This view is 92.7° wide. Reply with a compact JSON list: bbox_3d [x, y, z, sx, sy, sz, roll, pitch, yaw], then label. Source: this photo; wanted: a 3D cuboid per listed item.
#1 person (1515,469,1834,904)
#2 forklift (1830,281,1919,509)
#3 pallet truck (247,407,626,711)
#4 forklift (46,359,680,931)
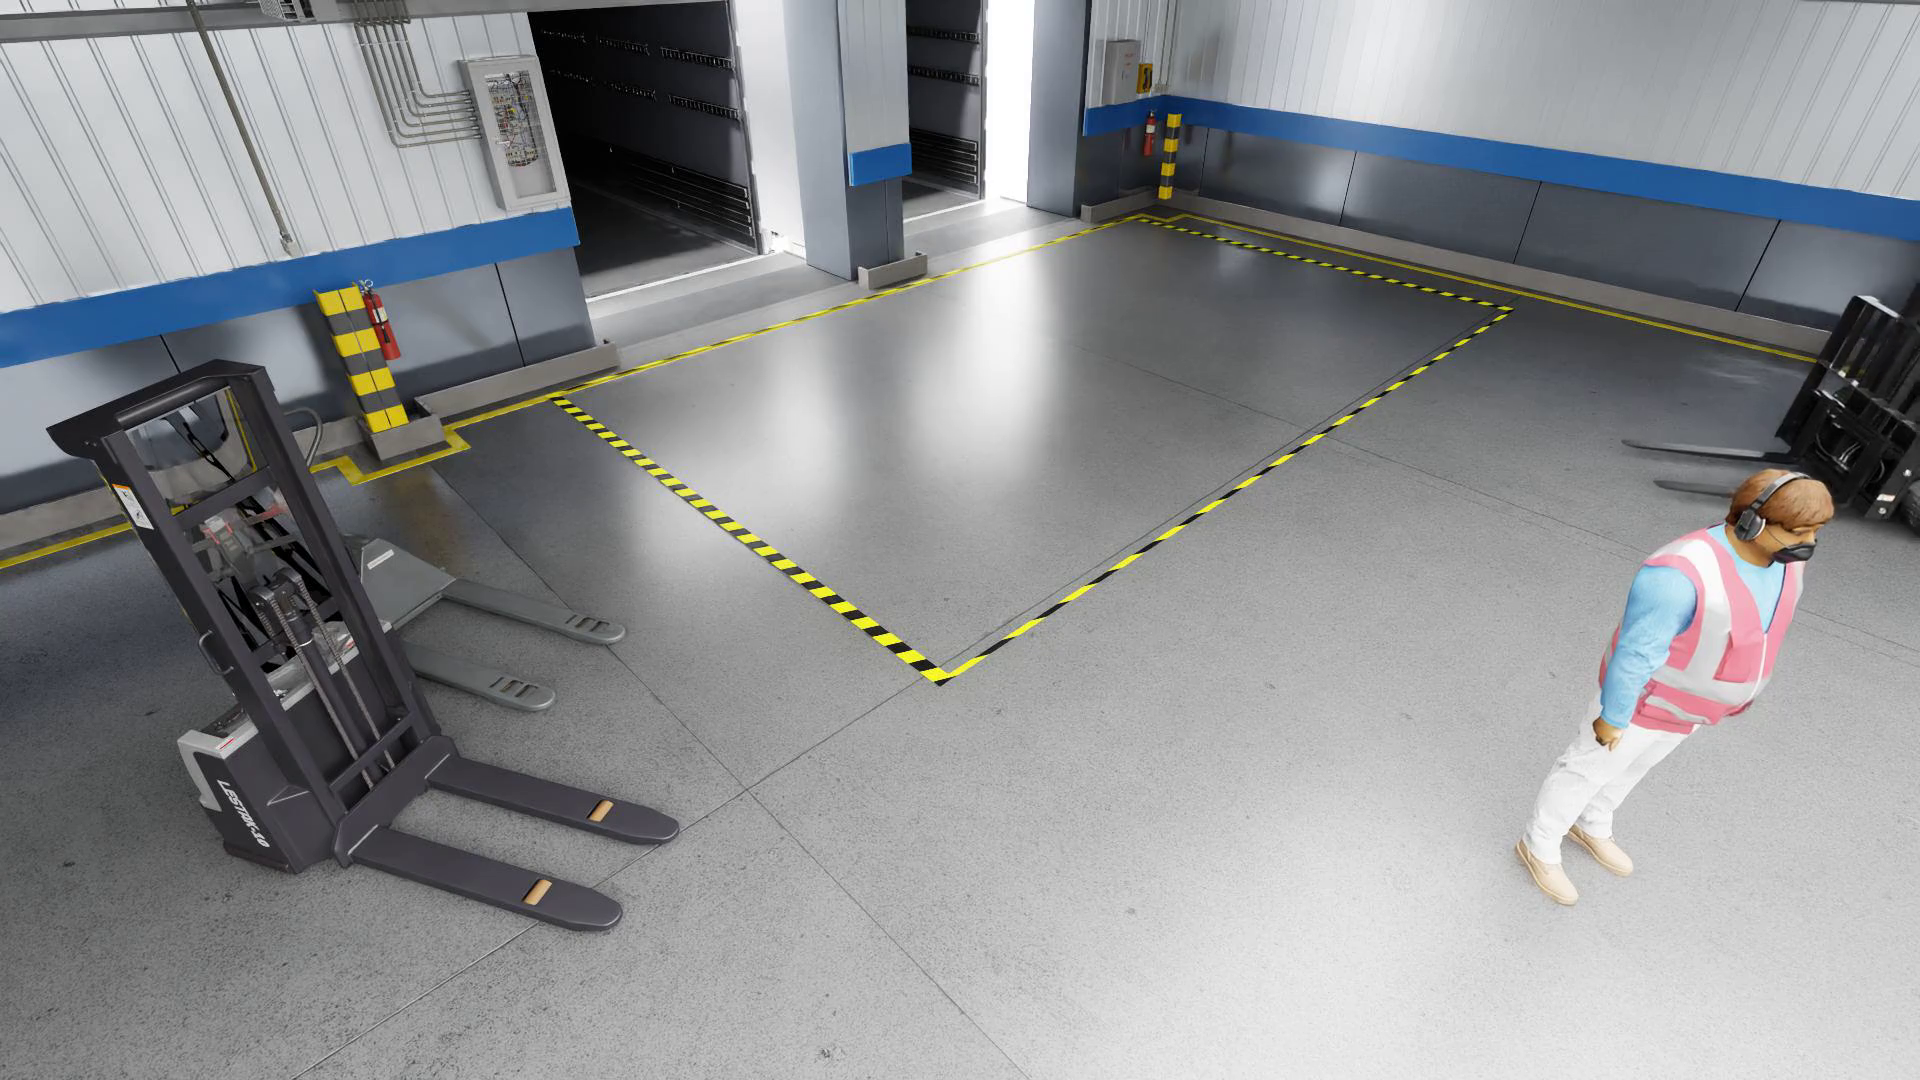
[{"bbox_3d":[2.529,0.563,3.283,0.623,1.844,0.431,-11,36,-16],"label":"person"},{"bbox_3d":[6.964,-1.090,5.262,2.680,2.036,1.157,7,35,10],"label":"forklift"},{"bbox_3d":[-2.628,0.038,4.590,1.601,1.201,0.680,12,36,18],"label":"pallet truck"},{"bbox_3d":[-2.135,0.422,3.354,1.885,1.965,0.823,10,35,14],"label":"forklift"}]
